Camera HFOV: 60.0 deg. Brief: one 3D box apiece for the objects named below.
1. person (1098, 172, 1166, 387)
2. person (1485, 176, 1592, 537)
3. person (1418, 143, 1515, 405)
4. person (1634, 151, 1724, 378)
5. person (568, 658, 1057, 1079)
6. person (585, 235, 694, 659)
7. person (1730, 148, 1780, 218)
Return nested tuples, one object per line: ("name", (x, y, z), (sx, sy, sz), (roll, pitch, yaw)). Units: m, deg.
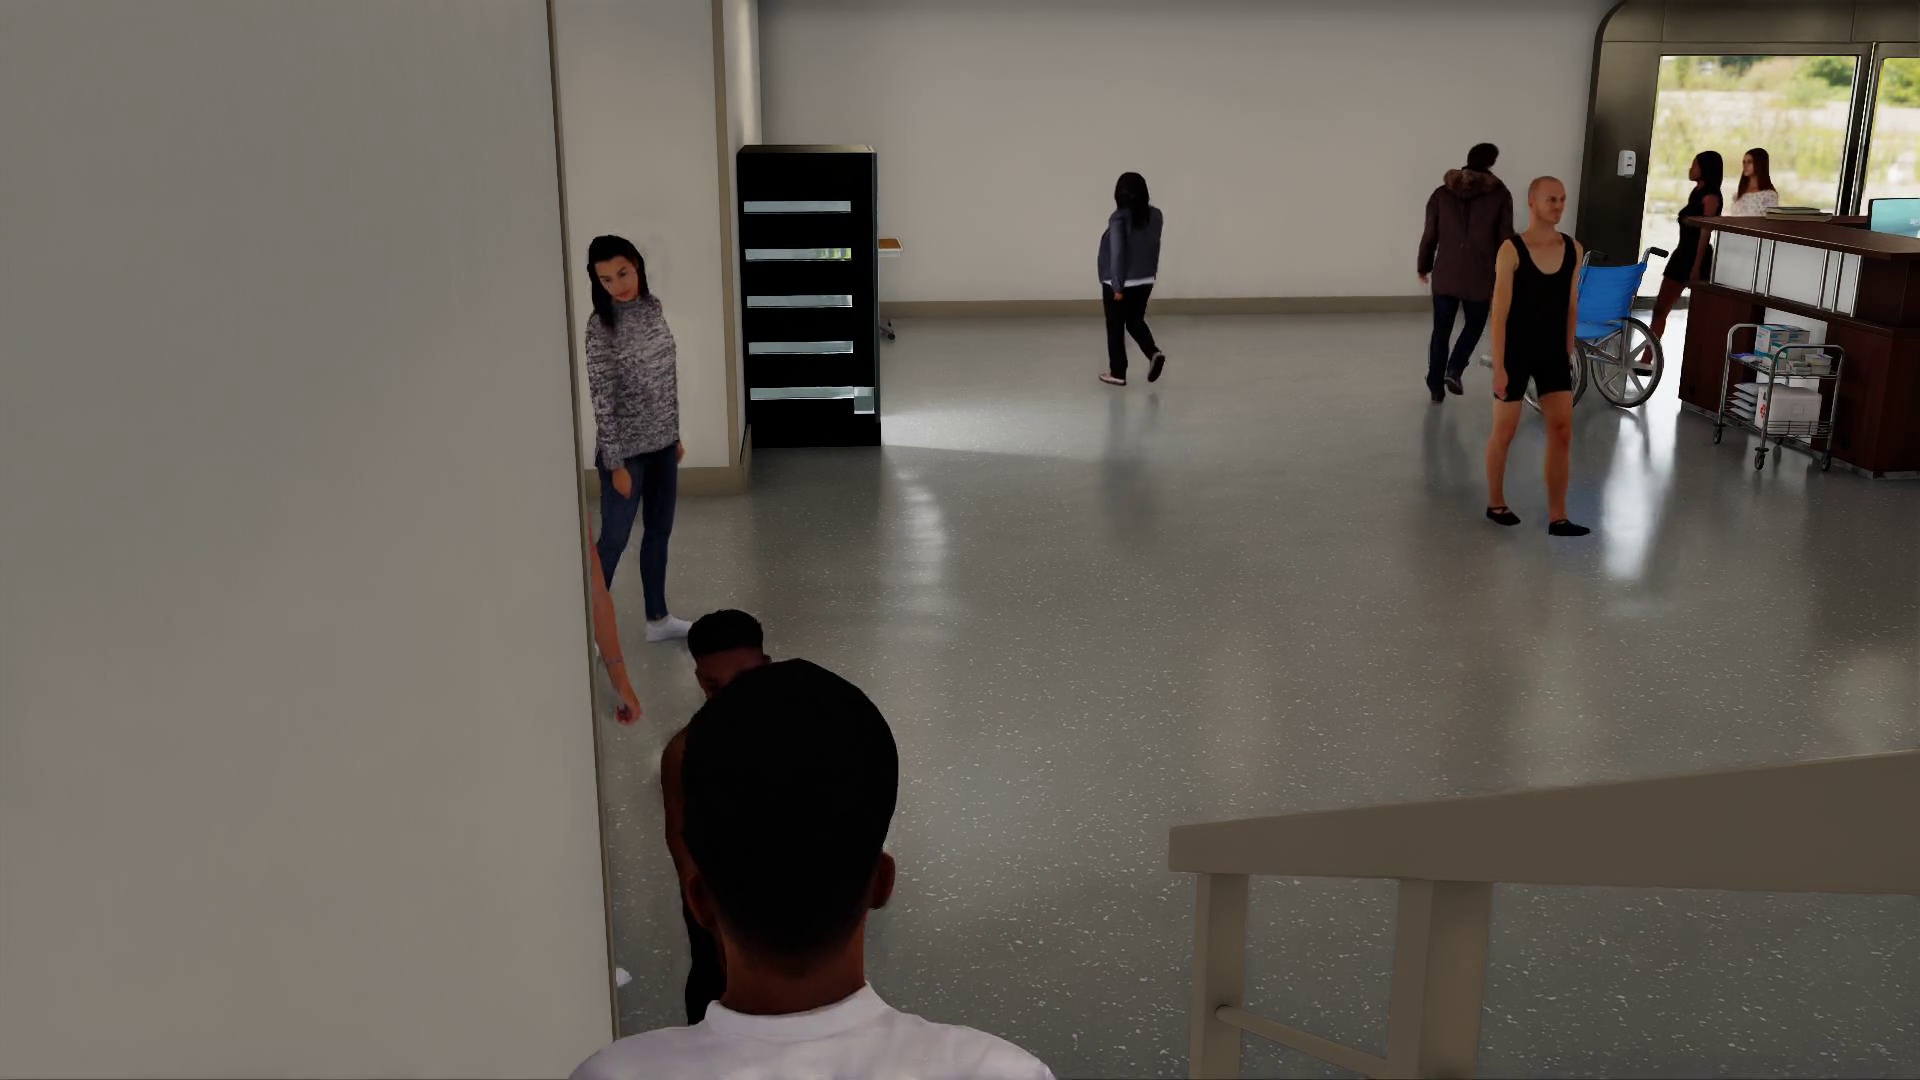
("person", (1.308, -1.923, 12.398), (0.881, 1.583, 0.959), (-12, 20, -37))
("person", (2.863, -0.929, 8.487), (0.778, 1.791, 0.995), (-4, 16, -13))
("person", (3.546, -1.854, 11.704), (0.933, 1.825, 0.917), (6, 17, 21))
("person", (5.616, -2.014, 12.515), (0.738, 1.694, 1.127), (0, 16, 1))
("person", (-0.140, 1.038, 1.547), (0.690, 1.772, 1.185), (-2, 16, -7))
("person", (-1.282, -0.390, 6.738), (0.907, 1.703, 0.769), (3, 16, 10))
("person", (6.341, -2.242, 13.284), (0.757, 1.716, 0.680), (-8, 17, -25))
